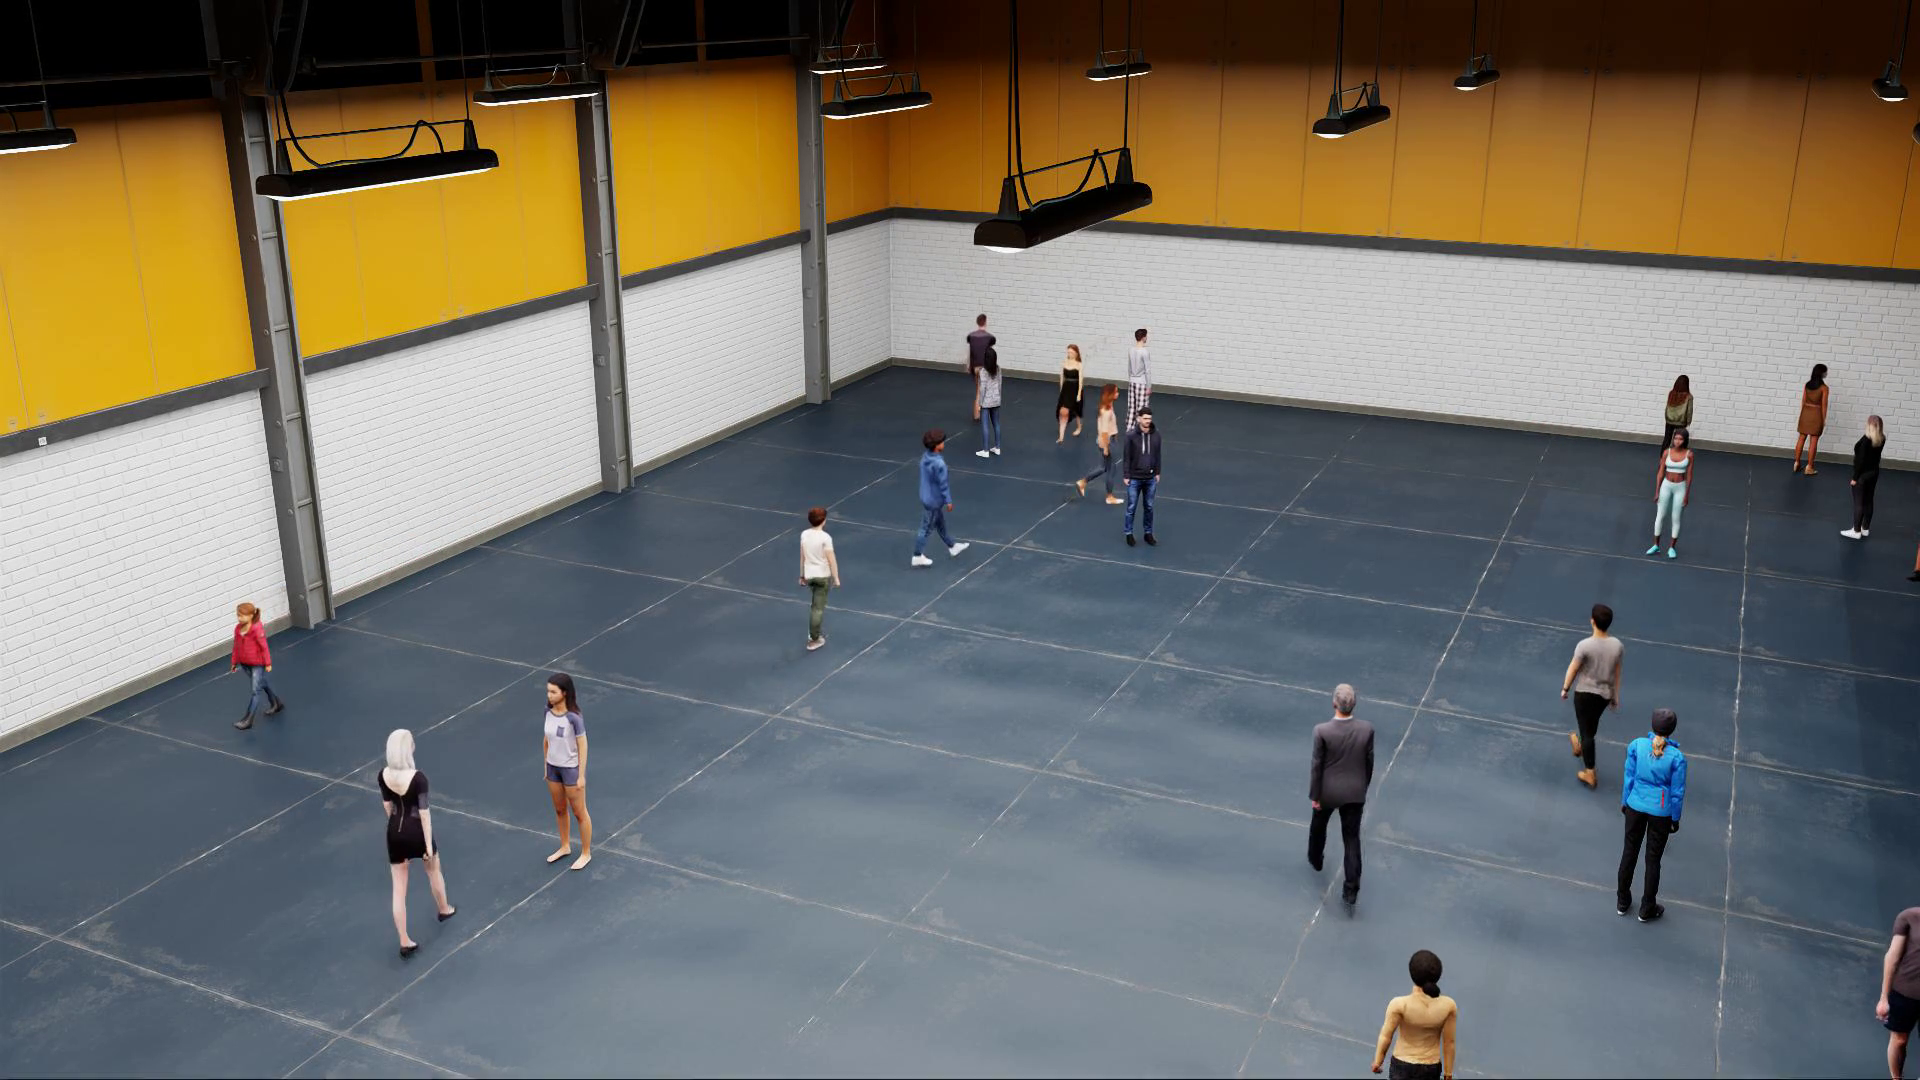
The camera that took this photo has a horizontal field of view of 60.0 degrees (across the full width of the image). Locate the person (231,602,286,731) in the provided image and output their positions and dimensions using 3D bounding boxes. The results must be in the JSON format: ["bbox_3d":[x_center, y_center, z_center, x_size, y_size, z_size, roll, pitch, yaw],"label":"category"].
[{"bbox_3d":[-7.077,1.231,16.791,0.516,1.282,0.893,8,20,23],"label":"person"}]

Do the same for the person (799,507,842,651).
[{"bbox_3d":[-1.636,0.449,18.550,0.600,1.640,0.659,11,21,29],"label":"person"}]

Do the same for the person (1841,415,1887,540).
[{"bbox_3d":[12.178,-0.853,22.346,0.670,1.685,0.755,-10,21,-26],"label":"person"}]

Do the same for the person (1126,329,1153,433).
[{"bbox_3d":[2.913,-2.528,27.068,0.691,1.847,0.702,-14,23,-36],"label":"person"}]

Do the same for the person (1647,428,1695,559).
[{"bbox_3d":[9.261,-0.618,21.590,0.579,1.723,0.538,10,21,28],"label":"person"}]

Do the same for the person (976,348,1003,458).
[{"bbox_3d":[0.470,-2.182,26.218,0.605,1.733,0.742,-15,24,-38],"label":"person"}]

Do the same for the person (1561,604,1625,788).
[{"bbox_3d":[5.916,1.466,15.461,0.953,1.686,1.180,-1,19,-2],"label":"person"}]

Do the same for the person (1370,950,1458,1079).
[{"bbox_3d":[2.792,3.296,10.130,0.943,1.620,1.178,-1,19,-2],"label":"person"}]

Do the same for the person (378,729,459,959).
[{"bbox_3d":[-4.245,2.342,12.675,0.780,1.804,1.041,2,19,6],"label":"person"}]

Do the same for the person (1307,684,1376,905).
[{"bbox_3d":[3.113,2.075,13.478,1.017,1.796,1.320,1,19,3],"label":"person"}]

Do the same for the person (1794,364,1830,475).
[{"bbox_3d":[12.953,-1.832,25.294,0.687,1.661,0.640,-8,20,-23],"label":"person"}]

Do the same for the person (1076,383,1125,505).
[{"bbox_3d":[2.010,-1.367,23.726,0.868,1.779,0.958,2,19,5],"label":"person"}]

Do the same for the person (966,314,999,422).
[{"bbox_3d":[0.339,-2.888,28.222,0.687,1.792,1.164,8,20,22],"label":"person"}]

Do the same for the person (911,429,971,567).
[{"bbox_3d":[-0.424,-0.506,21.181,1.208,1.772,1.102,-9,21,-24],"label":"person"}]

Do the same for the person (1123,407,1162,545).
[{"bbox_3d":[2.412,-0.866,22.070,0.755,1.888,0.778,-4,19,-11],"label":"person"}]

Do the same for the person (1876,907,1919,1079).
[{"bbox_3d":[6.266,2.942,10.861,0.670,1.823,0.995,10,21,27],"label":"person"}]

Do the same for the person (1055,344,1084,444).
[{"bbox_3d":[1.868,-2.388,27.083,0.571,1.571,1.113,9,21,25],"label":"person"}]

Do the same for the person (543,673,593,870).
[{"bbox_3d":[-3.318,1.928,14.013,0.593,1.734,0.518,10,21,27],"label":"person"}]

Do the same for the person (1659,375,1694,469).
[{"bbox_3d":[10.997,-1.808,25.514,0.614,1.474,0.638,-17,25,-40],"label":"person"}]

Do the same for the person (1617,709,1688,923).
[{"bbox_3d":[5.472,2.168,13.209,0.678,1.792,0.632,17,25,41],"label":"person"}]
